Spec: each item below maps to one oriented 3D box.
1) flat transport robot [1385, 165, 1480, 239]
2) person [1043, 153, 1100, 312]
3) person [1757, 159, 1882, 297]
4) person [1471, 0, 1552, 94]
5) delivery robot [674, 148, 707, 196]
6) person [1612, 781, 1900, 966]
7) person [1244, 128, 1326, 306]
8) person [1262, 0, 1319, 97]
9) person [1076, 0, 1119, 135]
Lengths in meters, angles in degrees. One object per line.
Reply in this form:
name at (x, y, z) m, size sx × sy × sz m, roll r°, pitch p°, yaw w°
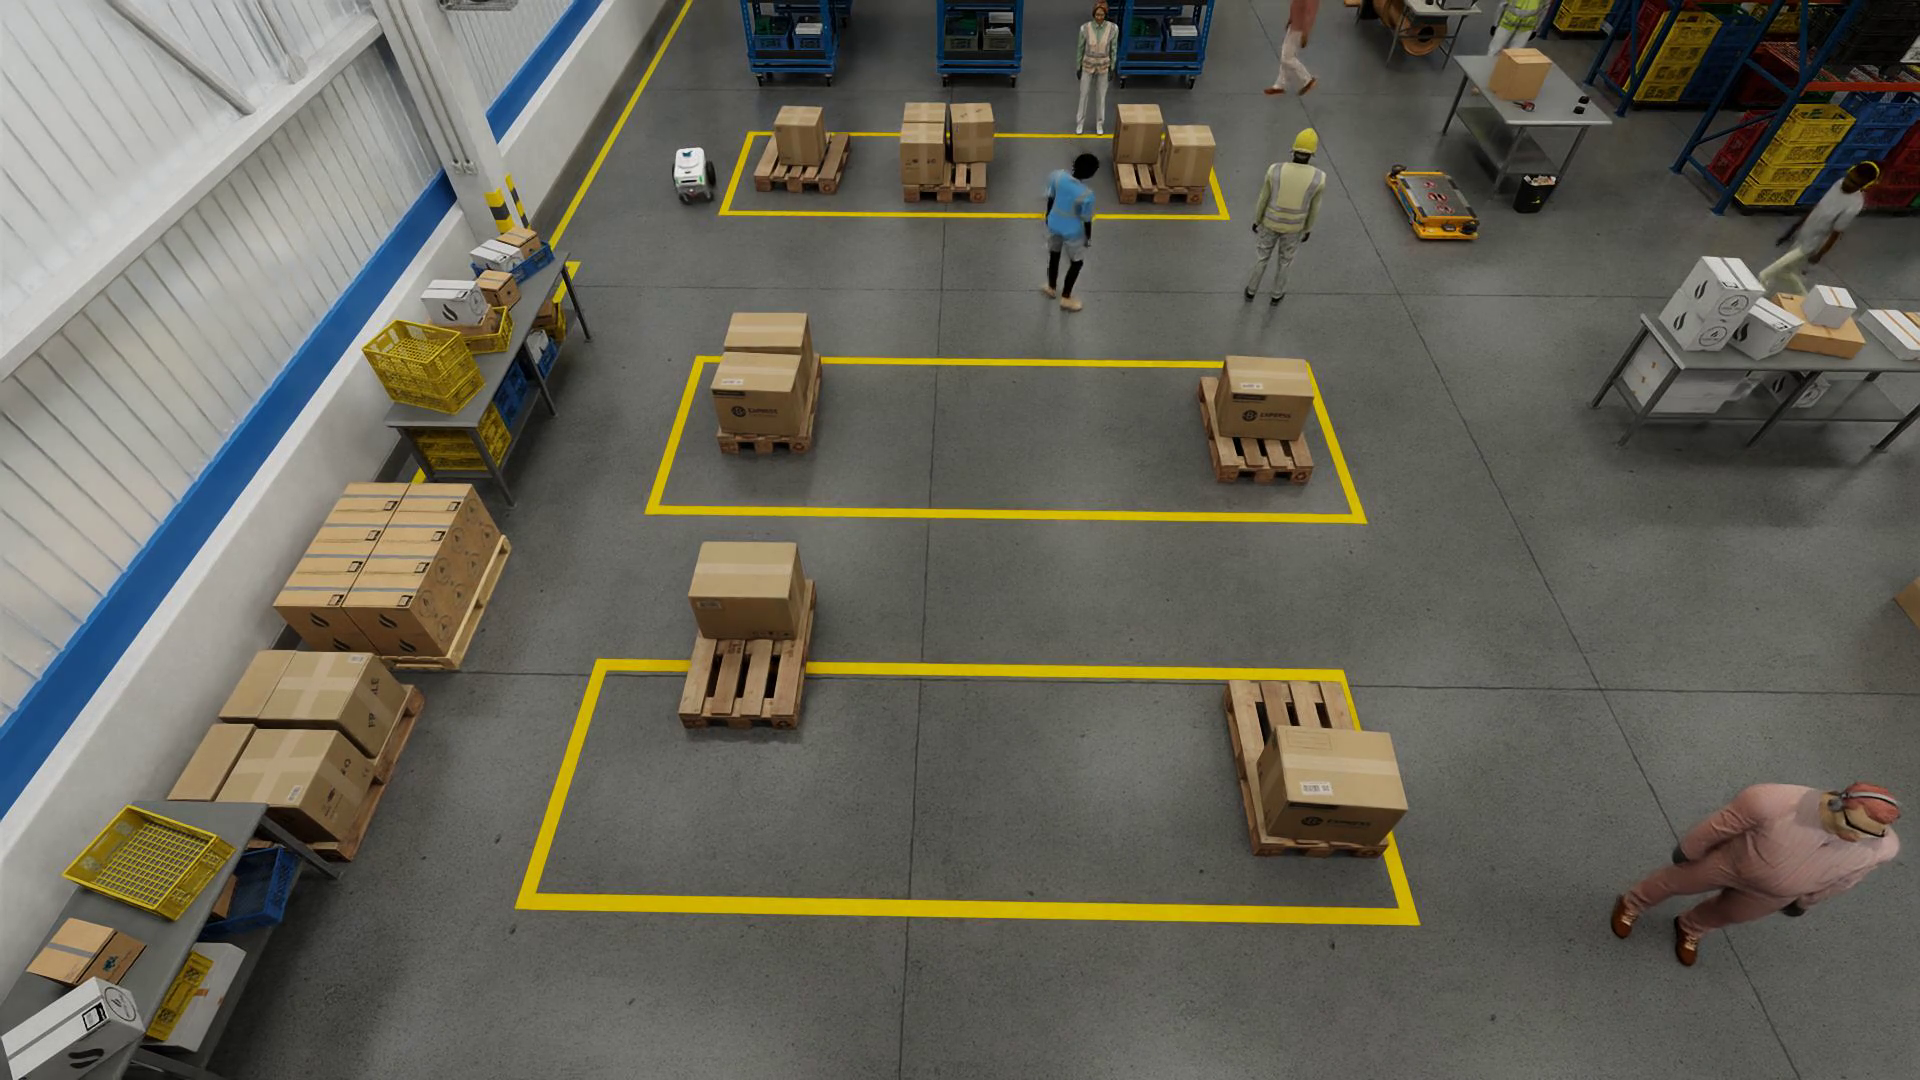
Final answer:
flat transport robot at (5.692, -4.094, 11.059) m, size 0.652 × 0.197 × 1.431 m, roll 1°, pitch 49°, yaw 1°
person at (1.095, -3.157, 9.337) m, size 0.612 × 1.661 × 0.318 m, roll 34°, pitch 57°, yaw 26°
person at (8.372, -2.878, 8.986) m, size 0.822 × 1.825 × 0.556 m, roll 17°, pitch 51°, yaw 15°
person at (7.667, -7.097, 12.634) m, size 0.628 × 1.836 × 0.428 m, roll 16°, pitch 51°, yaw 13°
delivery robot at (-3.287, -4.517, 11.179) m, size 0.477 × 0.478 × 0.707 m, roll -7°, pitch 49°, yaw -6°
person at (4.235, 1.778, 4.911) m, size 0.656 × 1.899 × 0.394 m, roll 22°, pitch 53°, yaw 18°
person at (3.286, -3.239, 9.295) m, size 0.600 × 1.827 × 0.404 m, roll 15°, pitch 51°, yaw 12°
person at (4.669, -7.018, 12.472) m, size 0.603 × 1.970 × 0.649 m, roll 5°, pitch 49°, yaw 5°
person at (1.759, -6.122, 11.921) m, size 0.509 × 1.631 × 0.310 m, roll 4°, pitch 49°, yaw 3°
